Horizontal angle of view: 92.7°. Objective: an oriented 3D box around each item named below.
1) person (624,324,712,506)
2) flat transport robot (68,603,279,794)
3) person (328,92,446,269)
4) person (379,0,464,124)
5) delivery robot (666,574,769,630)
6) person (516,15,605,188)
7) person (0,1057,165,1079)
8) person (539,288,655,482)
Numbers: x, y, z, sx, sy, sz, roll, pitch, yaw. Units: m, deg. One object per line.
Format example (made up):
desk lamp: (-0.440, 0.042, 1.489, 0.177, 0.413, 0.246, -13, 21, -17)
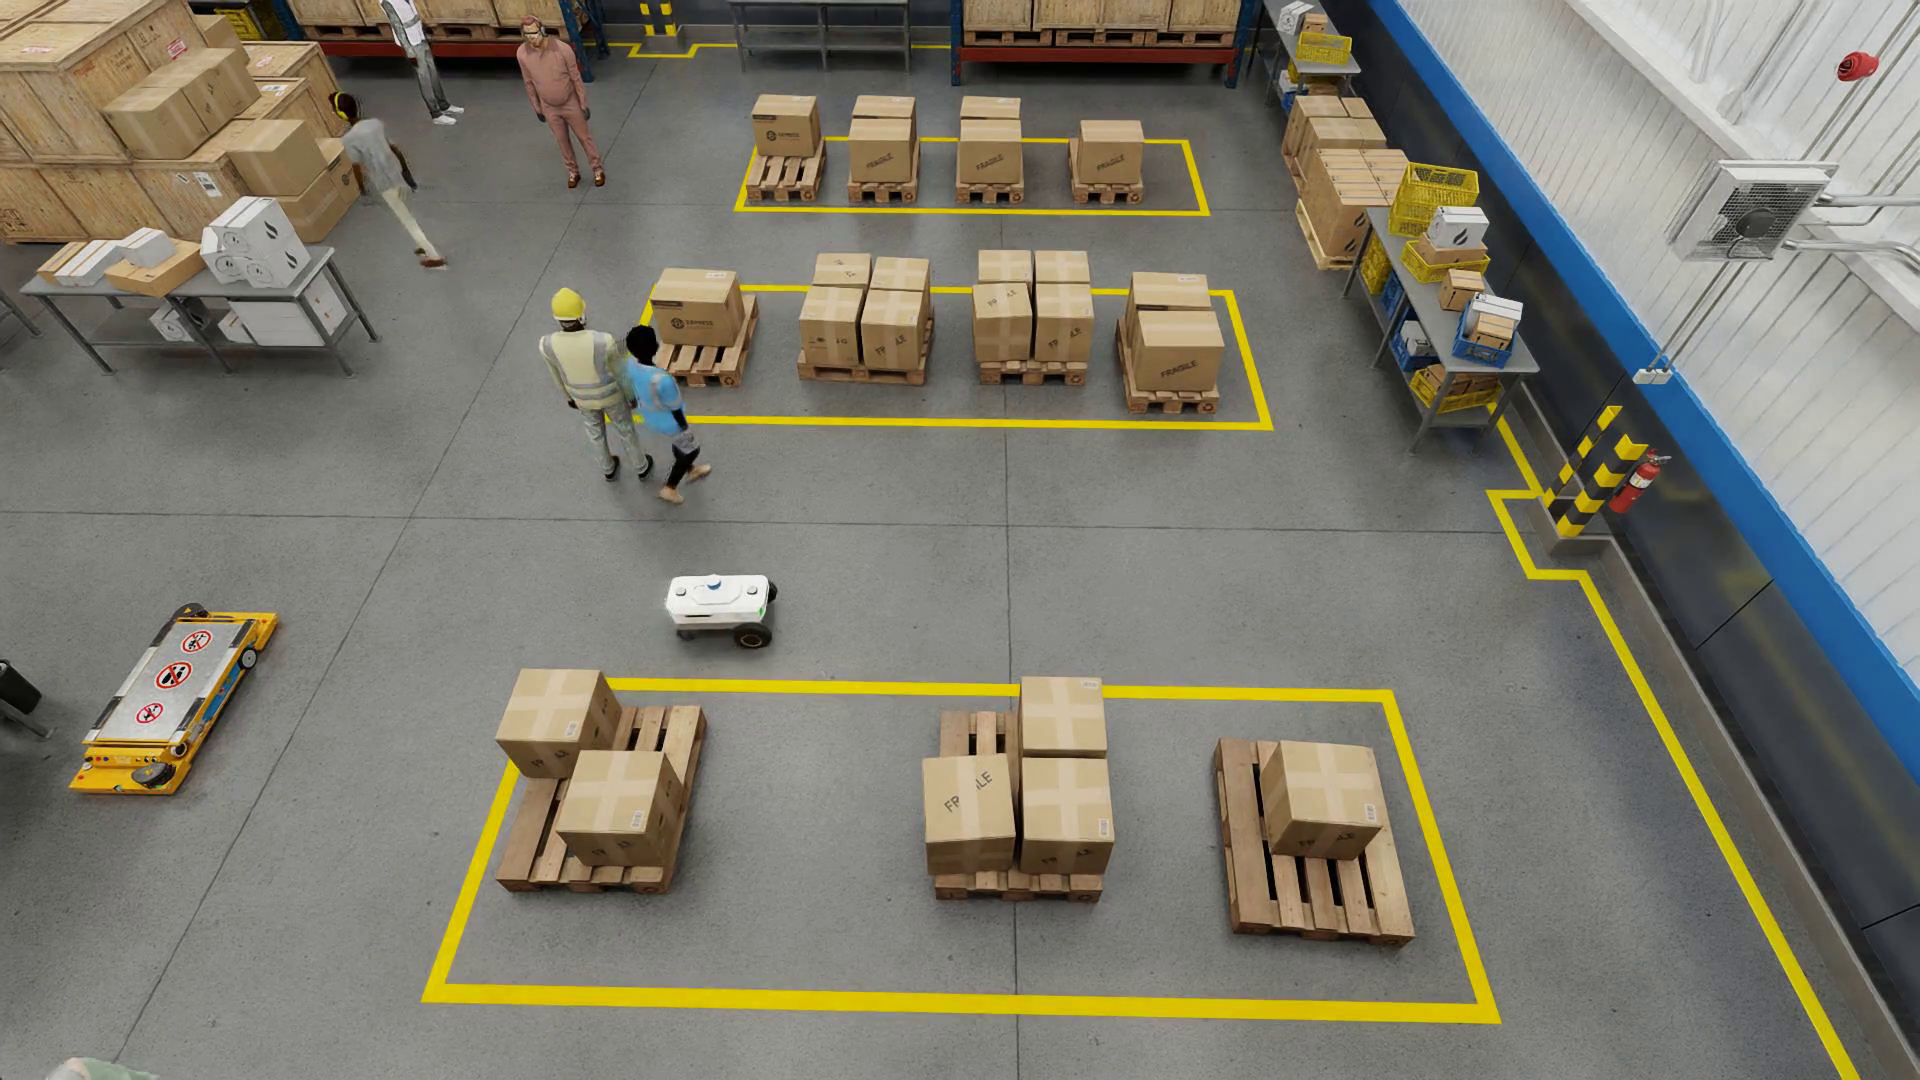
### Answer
person: (-2.337, -0.973, 7.249, 0.546, 1.681, 0.556, 33, 57, 25)
flat transport robot: (-5.504, 1.072, 6.442, 0.652, 0.197, 1.431, 1, 50, 1)
person: (-5.912, -3.654, 9.415, 0.639, 1.849, 0.519, 11, 51, 9)
person: (-6.906, -6.284, 11.602, 0.388, 1.913, 0.593, -1, 50, -1)
delivery robot: (-1.769, 0.439, 6.734, 0.707, 0.478, 0.477, -1, 50, -1)
person: (-4.593, -4.995, 10.521, 0.647, 1.901, 0.402, -3, 50, -3)
person: (-3.845, 2.711, 4.181, 0.554, 1.603, 0.508, 18, 52, 15)
person: (-2.899, -1.192, 7.350, 0.597, 1.823, 0.403, -2, 50, -2)
